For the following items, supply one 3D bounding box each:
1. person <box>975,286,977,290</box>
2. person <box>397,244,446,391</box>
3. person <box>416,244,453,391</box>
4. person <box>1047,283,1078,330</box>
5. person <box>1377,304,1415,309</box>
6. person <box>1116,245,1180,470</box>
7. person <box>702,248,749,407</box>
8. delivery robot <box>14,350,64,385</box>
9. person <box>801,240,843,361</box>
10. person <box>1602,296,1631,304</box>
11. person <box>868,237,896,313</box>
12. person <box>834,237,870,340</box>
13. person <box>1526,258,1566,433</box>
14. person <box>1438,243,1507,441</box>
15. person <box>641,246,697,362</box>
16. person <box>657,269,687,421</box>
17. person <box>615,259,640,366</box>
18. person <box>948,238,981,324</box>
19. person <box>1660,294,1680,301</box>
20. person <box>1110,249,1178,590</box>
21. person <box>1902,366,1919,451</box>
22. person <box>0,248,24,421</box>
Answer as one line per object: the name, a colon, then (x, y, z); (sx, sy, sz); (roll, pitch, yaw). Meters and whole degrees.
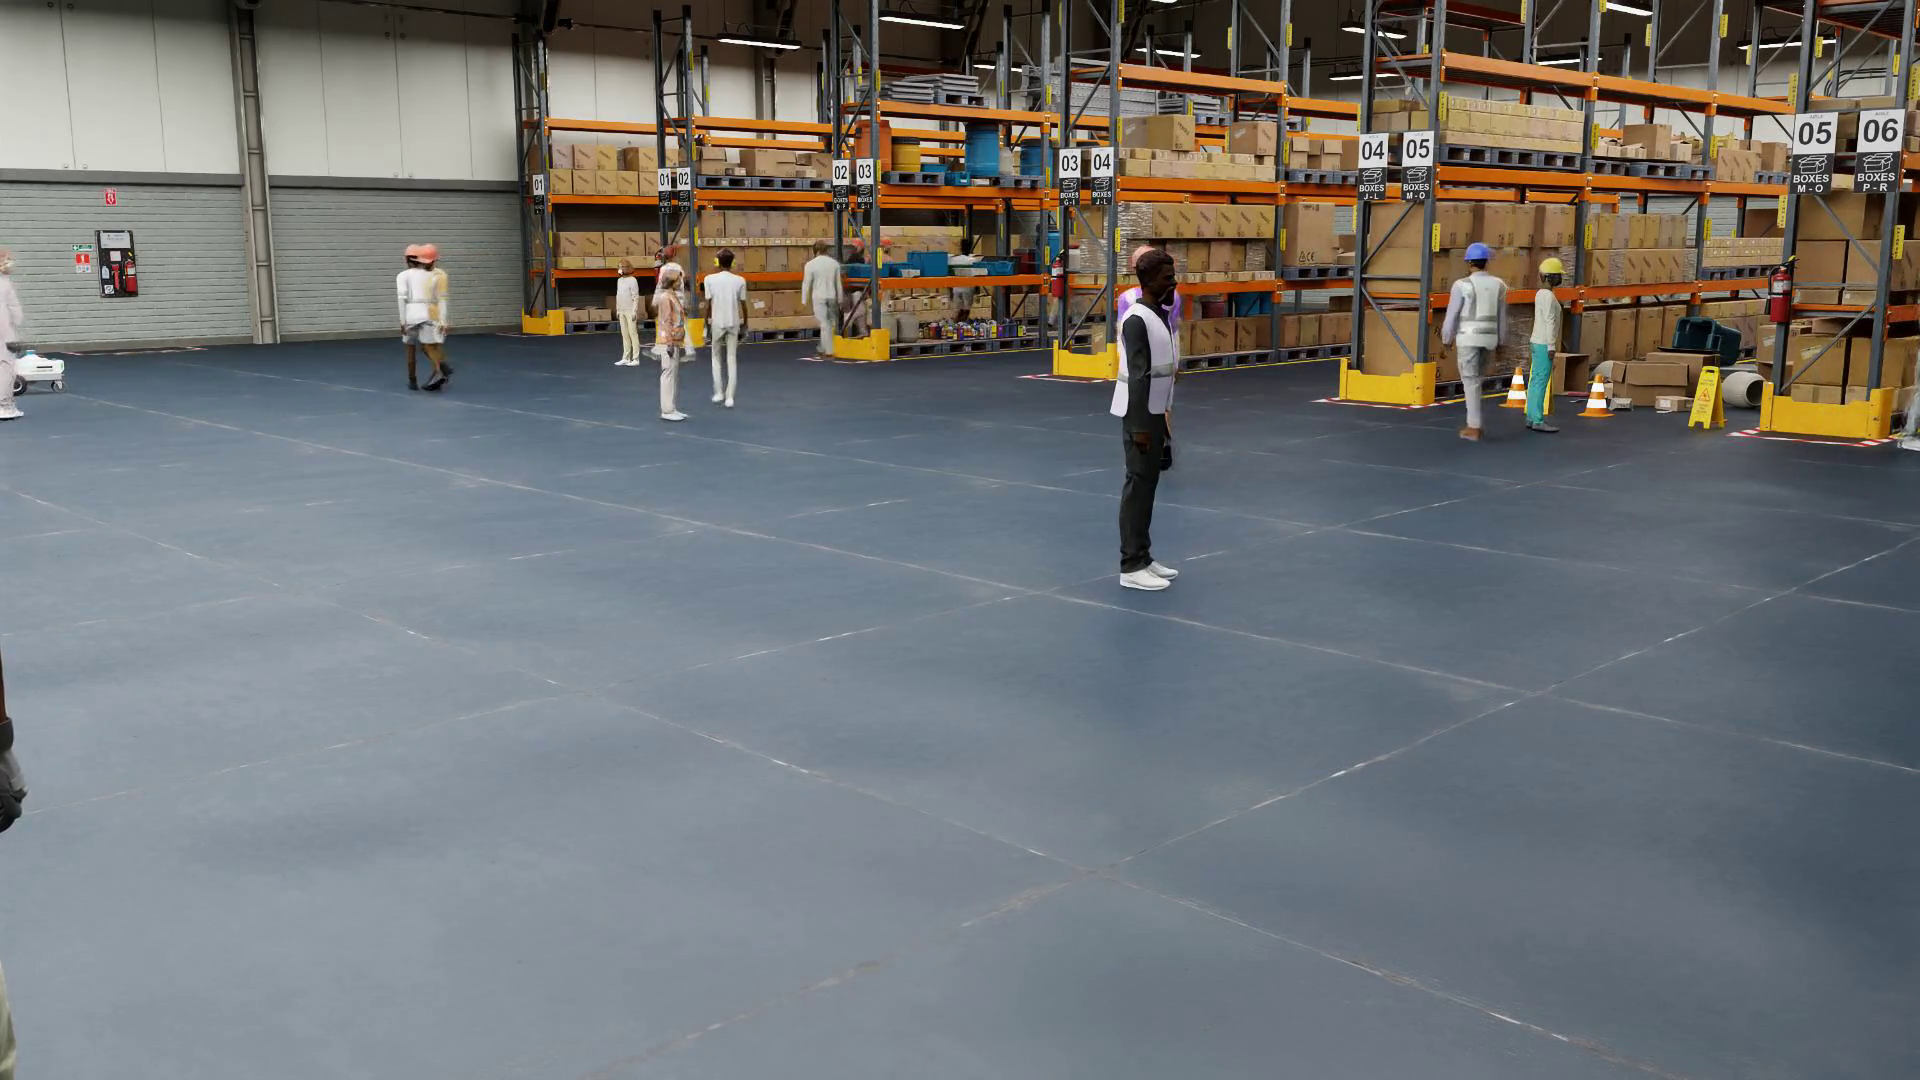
person: (0.164, -5.841, 37.805); (0.378, 1.846, 0.569); (-10, 14, -42)
person: (-6.968, -2.870, 21.497); (0.550, 1.905, 0.873); (-8, 13, -37)
person: (-6.841, -2.886, 21.594); (0.591, 1.885, 0.578); (6, 12, 30)
person: (2.196, -5.387, 35.514); (0.923, 1.785, 0.596); (-9, 14, -41)
person: (6.689, -3.582, 25.501); (0.621, 1.845, 0.429); (6, 12, 28)
person: (1.582, -1.488, 13.876); (0.566, 1.918, 0.615); (-1, 10, -5)
person: (-2.789, -2.515, 19.666); (0.567, 1.841, 0.818); (-3, 11, -14)
delivery robot: (-11.857, -2.185, 21.258); (0.707, 0.478, 0.477); (-7, 12, -34)
person: (-2.264, -3.863, 26.844); (0.662, 1.905, 0.933); (-8, 13, -37)
person: (11.583, -4.250, 29.185); (0.450, 1.824, 0.650); (-9, 13, -39)
person: (-1.454, -4.742, 31.472); (0.634, 1.969, 0.477); (9, 13, 39)
person: (-1.984, -4.715, 31.315); (0.819, 1.971, 0.622); (-4, 11, -22)
person: (6.025, -2.003, 17.093); (0.304, 1.772, 0.525); (1, 10, 7)
person: (5.034, -1.968, 16.490); (0.609, 1.924, 0.729); (-4, 11, -21)
person: (-4.620, -3.741, 26.423); (1.012, 1.831, 0.592); (3, 11, 14)
person: (-3.141, -2.125, 18.118); (0.310, 1.636, 0.523); (0, 10, -2)
person: (-5.141, -3.508, 25.669); (0.502, 1.633, 0.280); (10, 14, 43)
person: (0.108, -4.632, 30.936); (0.614, 1.942, 0.495); (7, 12, 33)
person: (14.808, -5.307, 34.680); (0.545, 1.929, 0.389); (-2, 11, -10)
person: (1.072, -0.697, 9.562); (0.392, 1.920, 0.587); (3, 11, 17)
person: (9.133, -1.650, 15.338); (0.724, 1.690, 0.507); (8, 13, 36)
person: (-10.415, -2.236, 18.116); (0.411, 1.866, 0.739); (-6, 12, -32)
